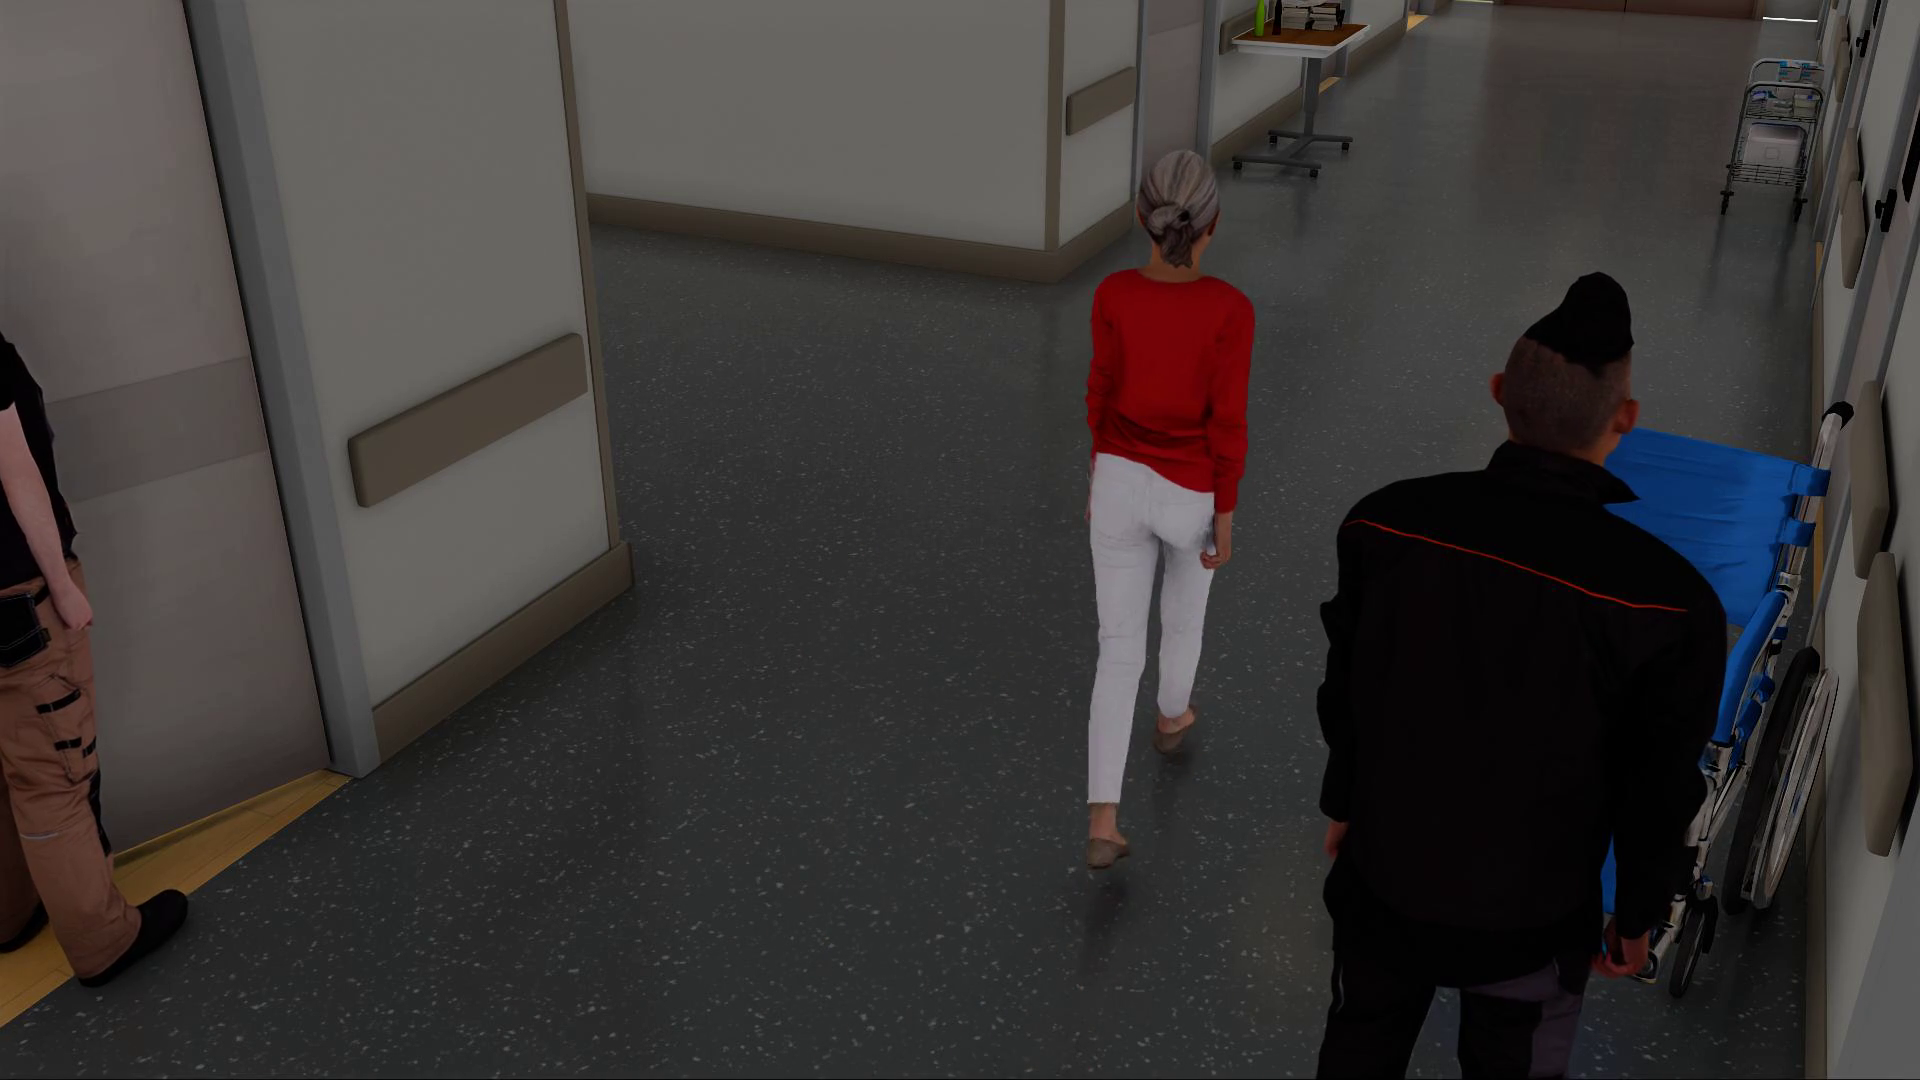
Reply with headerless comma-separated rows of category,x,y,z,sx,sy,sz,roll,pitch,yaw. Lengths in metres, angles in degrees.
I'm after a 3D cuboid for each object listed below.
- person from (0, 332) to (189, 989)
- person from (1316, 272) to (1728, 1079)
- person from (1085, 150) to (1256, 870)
person,-2.037,0.083,3.409,0.675,1.840,0.587,10,27,19
person,0.799,0.473,2.576,0.787,1.862,0.659,17,30,31
person,0.433,-0.017,3.833,0.625,1.652,1.164,9,27,18
